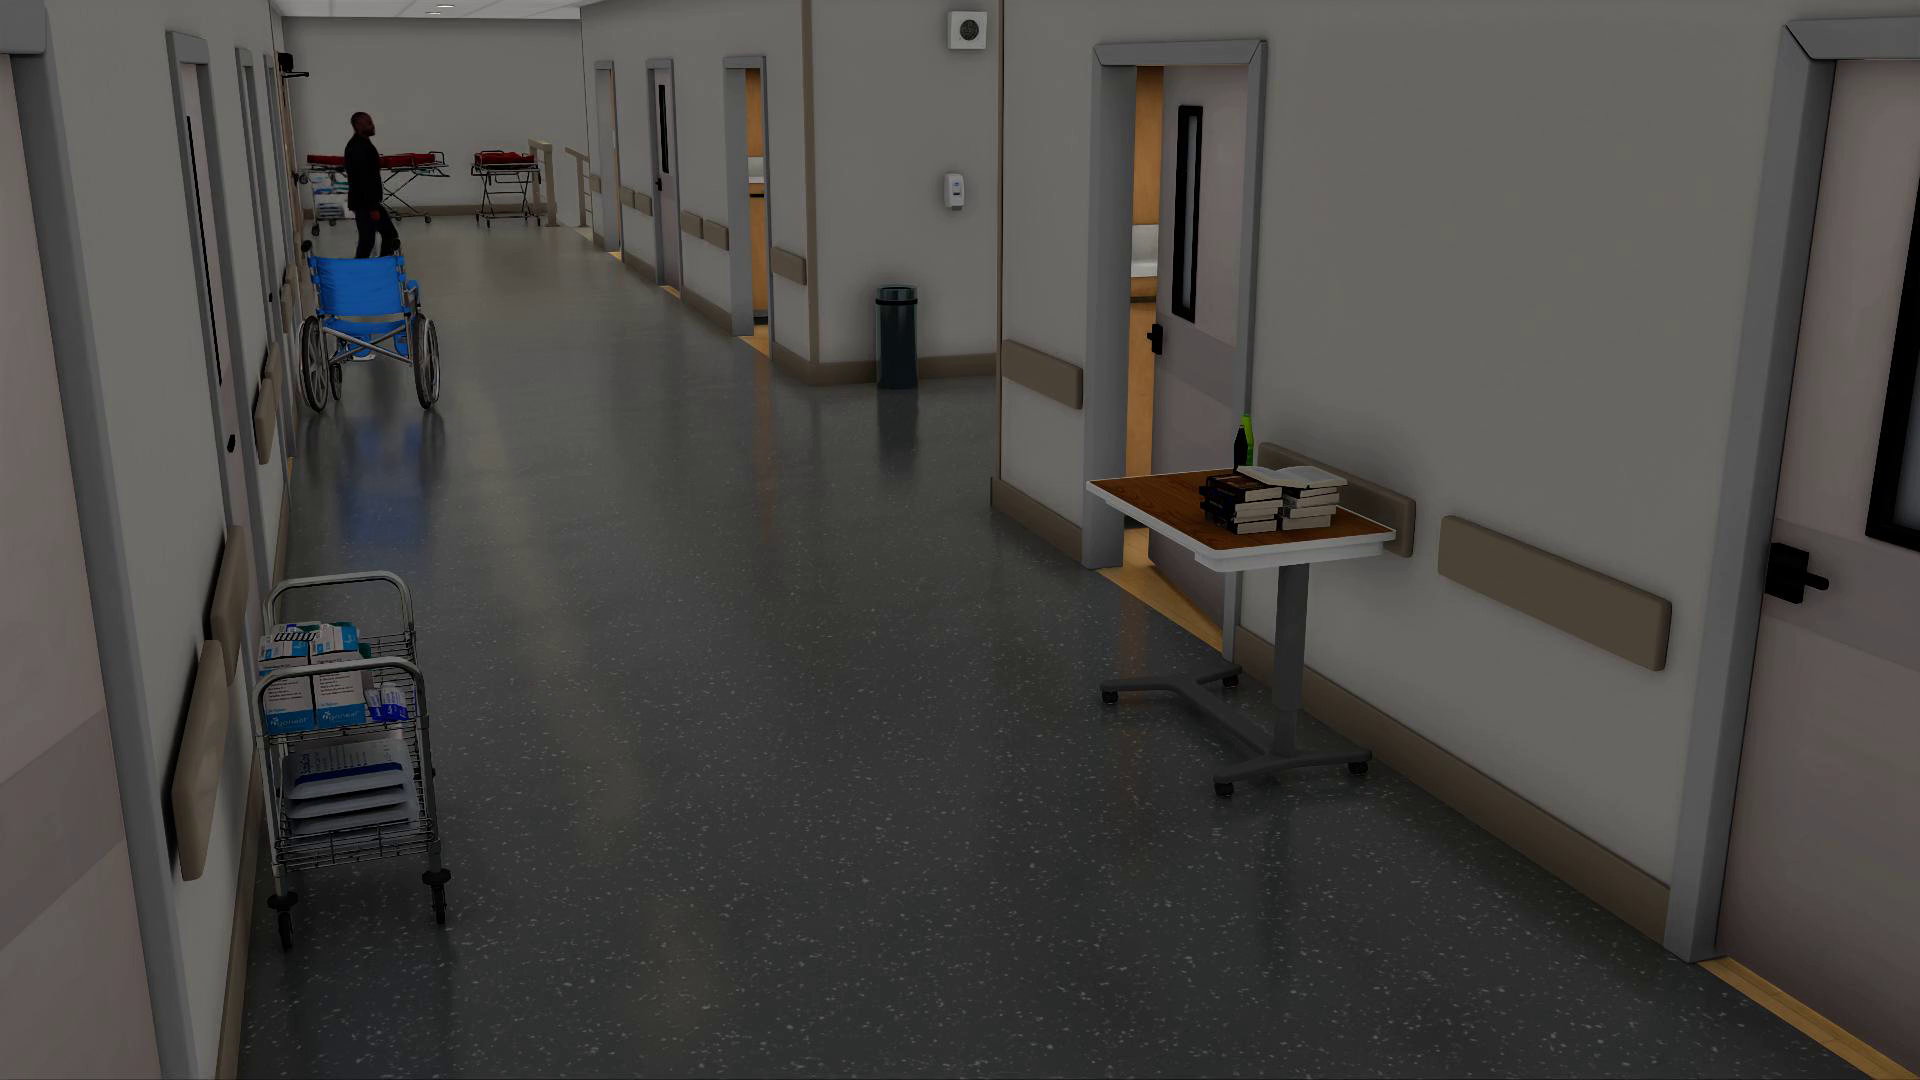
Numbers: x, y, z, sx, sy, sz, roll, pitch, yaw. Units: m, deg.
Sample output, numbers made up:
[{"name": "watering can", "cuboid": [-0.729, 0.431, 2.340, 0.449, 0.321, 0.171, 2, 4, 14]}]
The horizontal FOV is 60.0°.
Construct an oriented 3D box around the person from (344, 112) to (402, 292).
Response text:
[{"name": "person", "cuboid": [-5.977, -3.319, 16.537, 0.872, 1.803, 0.768, -1, 16, -5]}]
